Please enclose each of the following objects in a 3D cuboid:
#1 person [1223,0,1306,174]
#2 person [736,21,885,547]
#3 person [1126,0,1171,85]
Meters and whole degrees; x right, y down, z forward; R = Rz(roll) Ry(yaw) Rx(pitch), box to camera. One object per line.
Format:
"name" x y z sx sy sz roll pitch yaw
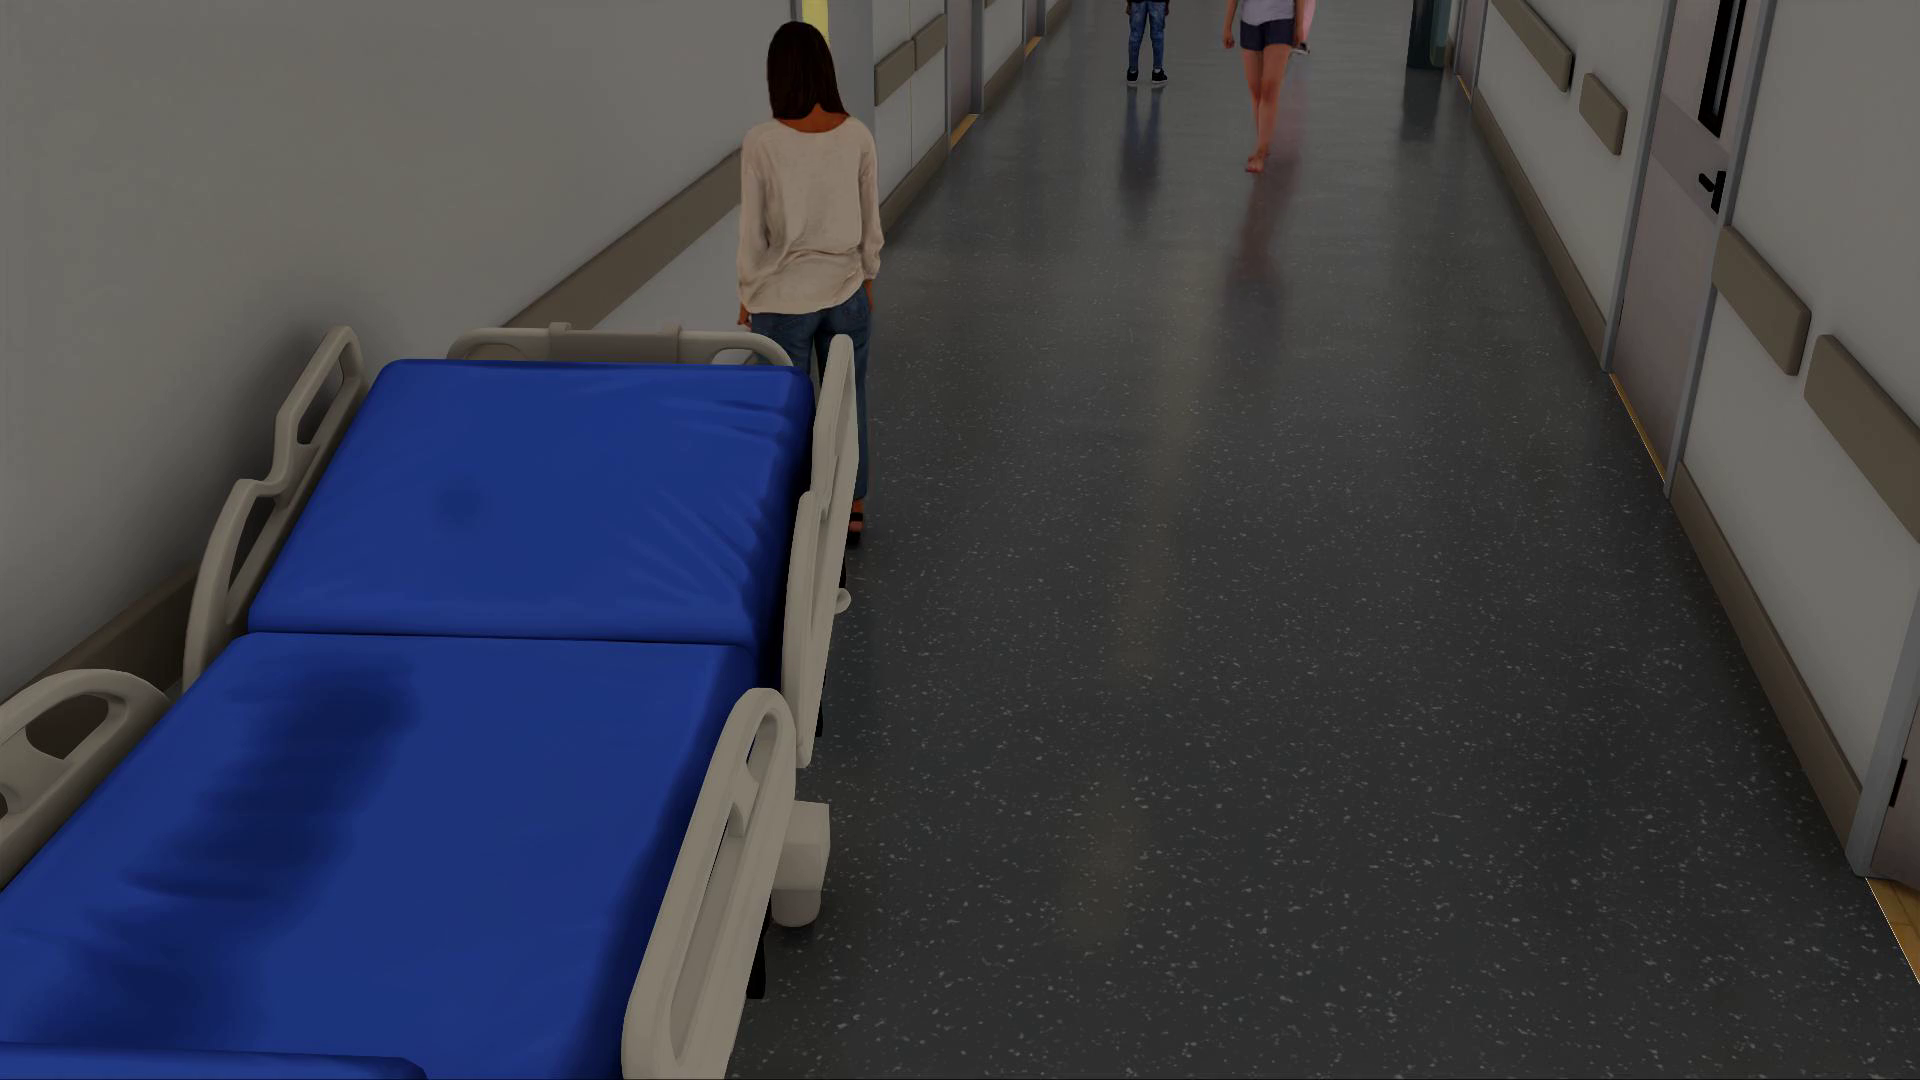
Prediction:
"person" 1.902 -3.123 10.101 0.893 1.681 0.852 15 29 28
"person" -0.470 -0.745 5.171 0.668 1.681 0.769 -9 27 -18
"person" 1.436 -4.132 12.684 0.433 1.256 0.566 6 26 12
